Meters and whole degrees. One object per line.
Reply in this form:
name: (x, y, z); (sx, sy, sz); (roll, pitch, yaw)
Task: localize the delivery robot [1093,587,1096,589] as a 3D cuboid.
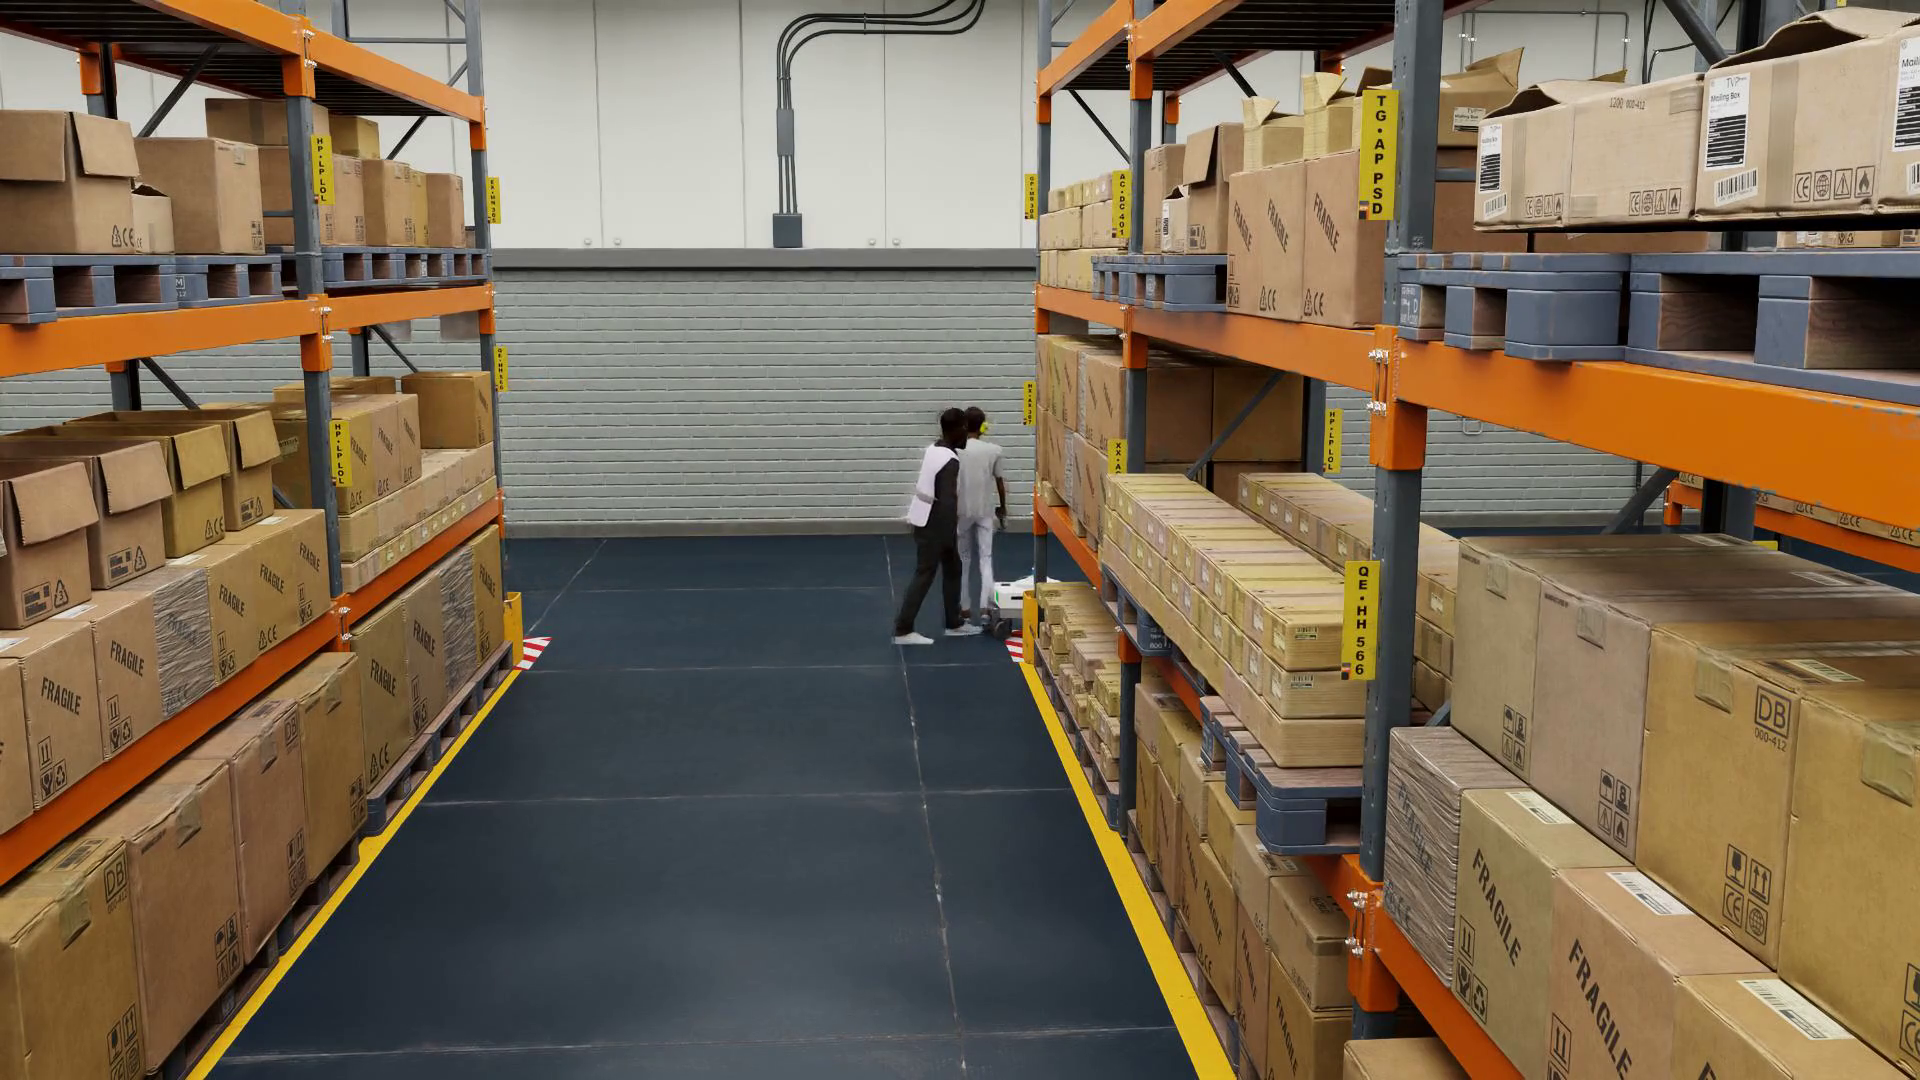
delivery robot: (1.195, 0.502, 13.082); (0.477, 0.478, 0.707); (8, 12, 39)

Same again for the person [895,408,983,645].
person: (-0.131, -0.101, 13.081); (0.852, 1.862, 0.602); (-2, 10, -11)

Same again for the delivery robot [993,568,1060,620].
delivery robot: (0.621, 0.462, 13.318); (0.707, 0.478, 0.477); (0, 10, 2)

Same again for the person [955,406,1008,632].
person: (0.131, -0.183, 13.644); (0.524, 1.836, 0.860); (0, 10, 1)

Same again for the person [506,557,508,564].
person: (-4.540, -0.482, 14.961); (0.722, 1.972, 0.623); (1, 10, 5)
